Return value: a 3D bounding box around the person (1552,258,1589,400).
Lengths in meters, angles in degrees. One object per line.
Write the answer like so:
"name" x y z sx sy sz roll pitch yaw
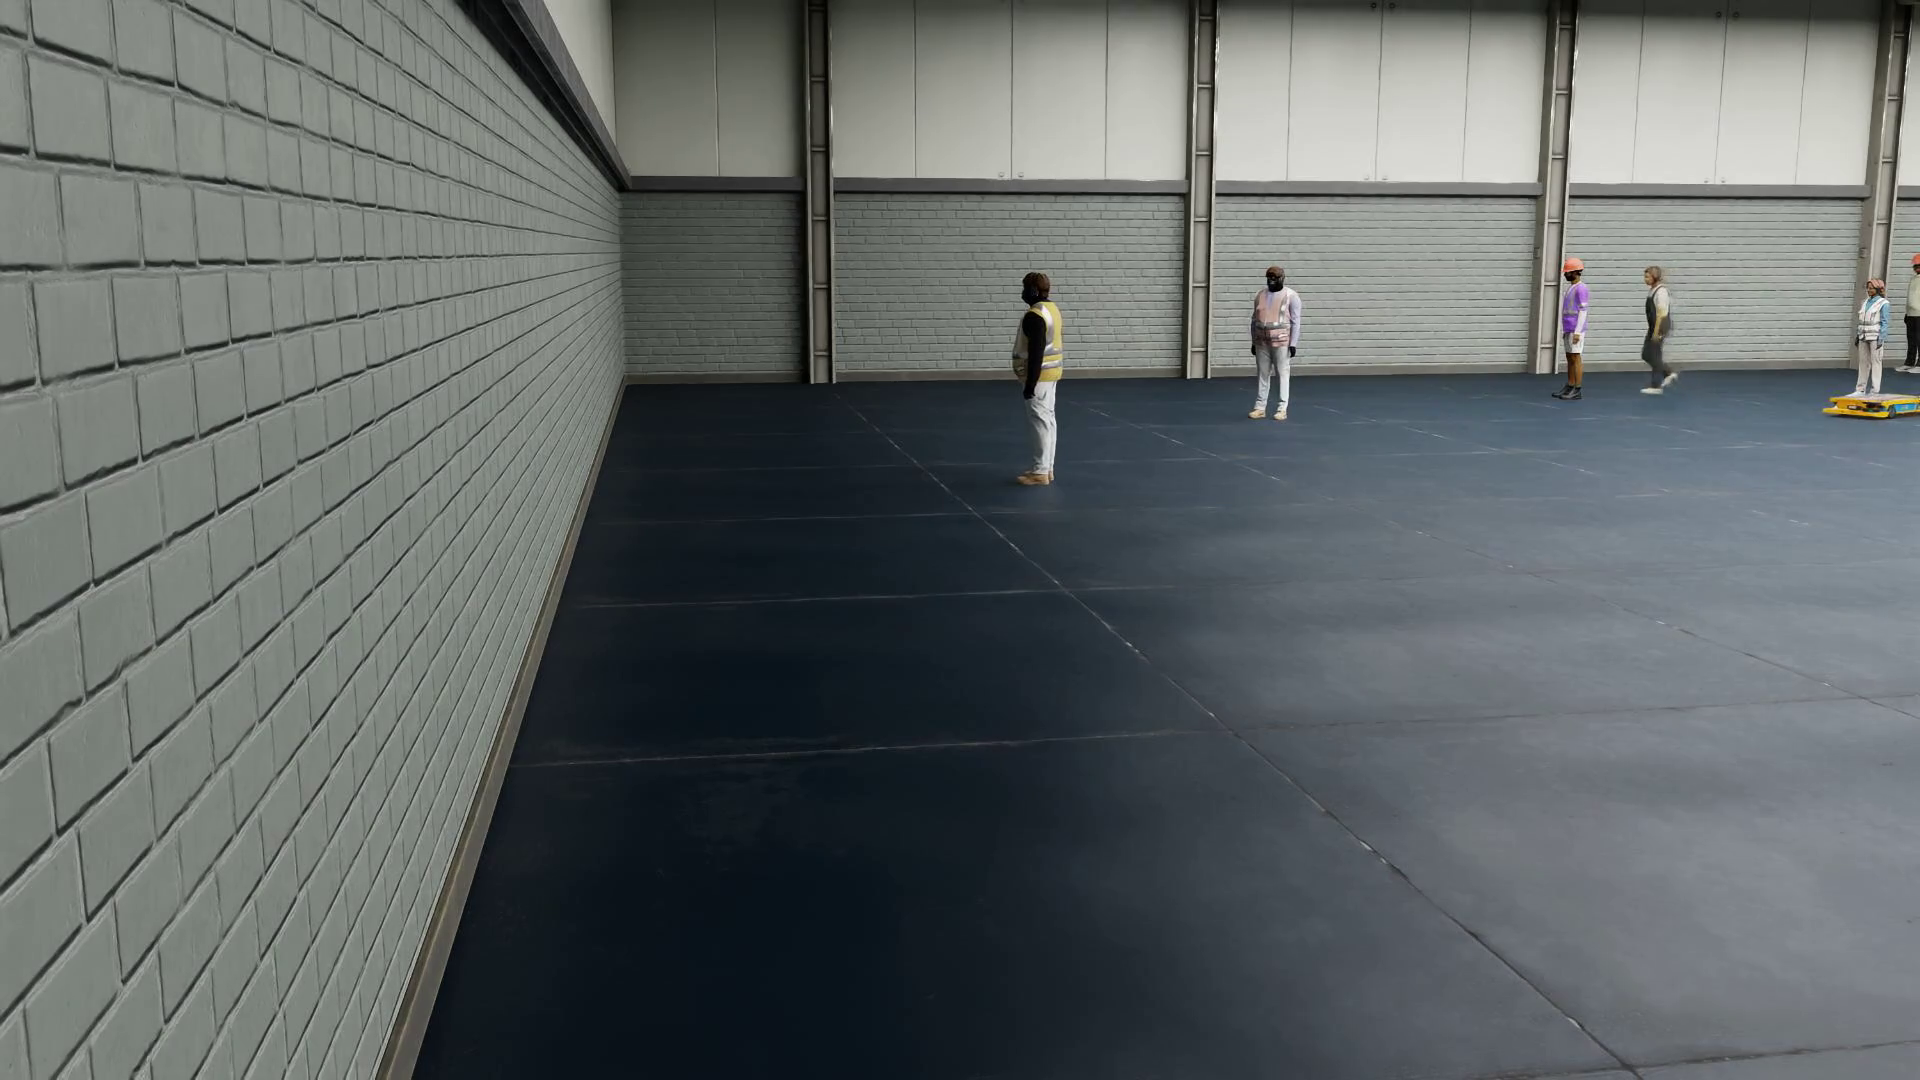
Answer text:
"person" 8.367 -2.881 22.753 0.374 1.929 0.542 1 10 3

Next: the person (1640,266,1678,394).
"person" 9.924 -2.974 23.614 0.507 1.826 0.507 1 10 5

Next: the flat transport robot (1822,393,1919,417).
"flat transport robot" 11.372 -1.668 20.535 1.431 0.197 0.652 -6 12 -32

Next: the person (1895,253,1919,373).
"person" 15.963 -3.781 27.745 0.395 1.990 0.625 0 10 -3

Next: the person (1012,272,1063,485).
"person" 0.668 -1.400 14.477 0.430 1.845 0.624 3 10 17

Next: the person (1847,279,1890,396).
"person" 12.533 -2.759 22.882 0.308 1.641 0.514 -2 10 -12

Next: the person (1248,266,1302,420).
"person" 3.782 -2.373 20.078 0.621 1.845 0.430 8 13 39
